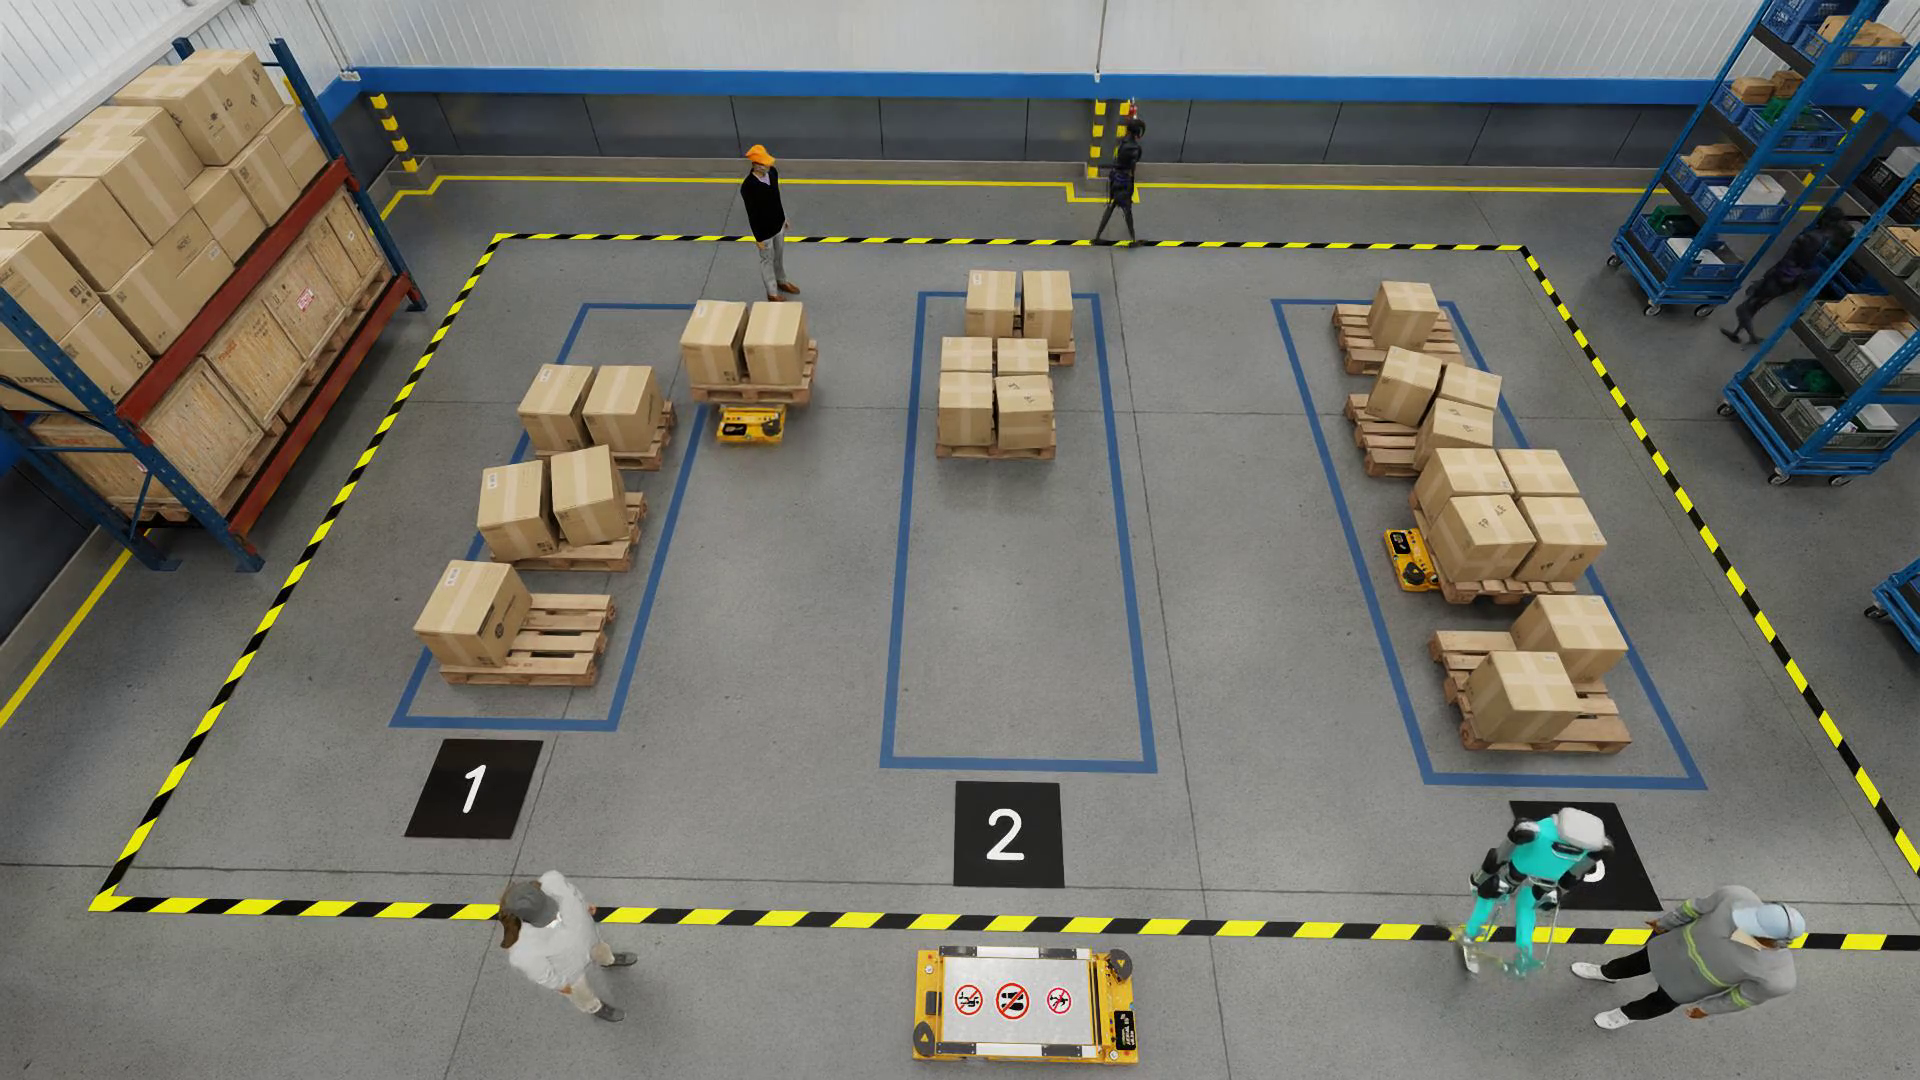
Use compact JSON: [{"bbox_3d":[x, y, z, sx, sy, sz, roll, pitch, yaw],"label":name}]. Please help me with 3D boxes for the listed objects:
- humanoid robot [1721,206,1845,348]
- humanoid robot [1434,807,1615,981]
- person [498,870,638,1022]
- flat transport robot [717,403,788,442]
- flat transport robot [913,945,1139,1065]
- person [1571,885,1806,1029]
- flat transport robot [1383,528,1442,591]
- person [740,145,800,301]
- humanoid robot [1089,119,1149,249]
[{"bbox_3d":[8.879,-2.770,9.835,0.614,1.637,0.486,-14,52,-11],"label":"humanoid robot"},{"bbox_3d":[3.439,2.332,5.655,0.540,1.804,0.755,10,52,8],"label":"humanoid robot"},{"bbox_3d":[-2.366,2.443,5.528,0.399,1.765,0.562,3,51,3],"label":"person"},{"bbox_3d":[-2.147,-1.622,9.790,0.652,0.197,1.431,1,51,1],"label":"flat transport robot"},{"bbox_3d":[0.422,3.041,6.007,1.431,0.231,0.659,1,51,1],"label":"flat transport robot"},{"bbox_3d":[4.306,2.502,5.429,0.404,1.847,0.587,0,51,0],"label":"person"},{"bbox_3d":[4.689,0.155,8.342,1.431,0.197,0.652,1,51,1],"label":"flat transport robot"},{"bbox_3d":[-2.144,-3.528,10.320,0.361,1.885,0.587,19,53,15],"label":"person"},{"bbox_3d":[2.015,-4.310,11.108,0.713,1.629,0.608,-6,51,-5],"label":"humanoid robot"}]
